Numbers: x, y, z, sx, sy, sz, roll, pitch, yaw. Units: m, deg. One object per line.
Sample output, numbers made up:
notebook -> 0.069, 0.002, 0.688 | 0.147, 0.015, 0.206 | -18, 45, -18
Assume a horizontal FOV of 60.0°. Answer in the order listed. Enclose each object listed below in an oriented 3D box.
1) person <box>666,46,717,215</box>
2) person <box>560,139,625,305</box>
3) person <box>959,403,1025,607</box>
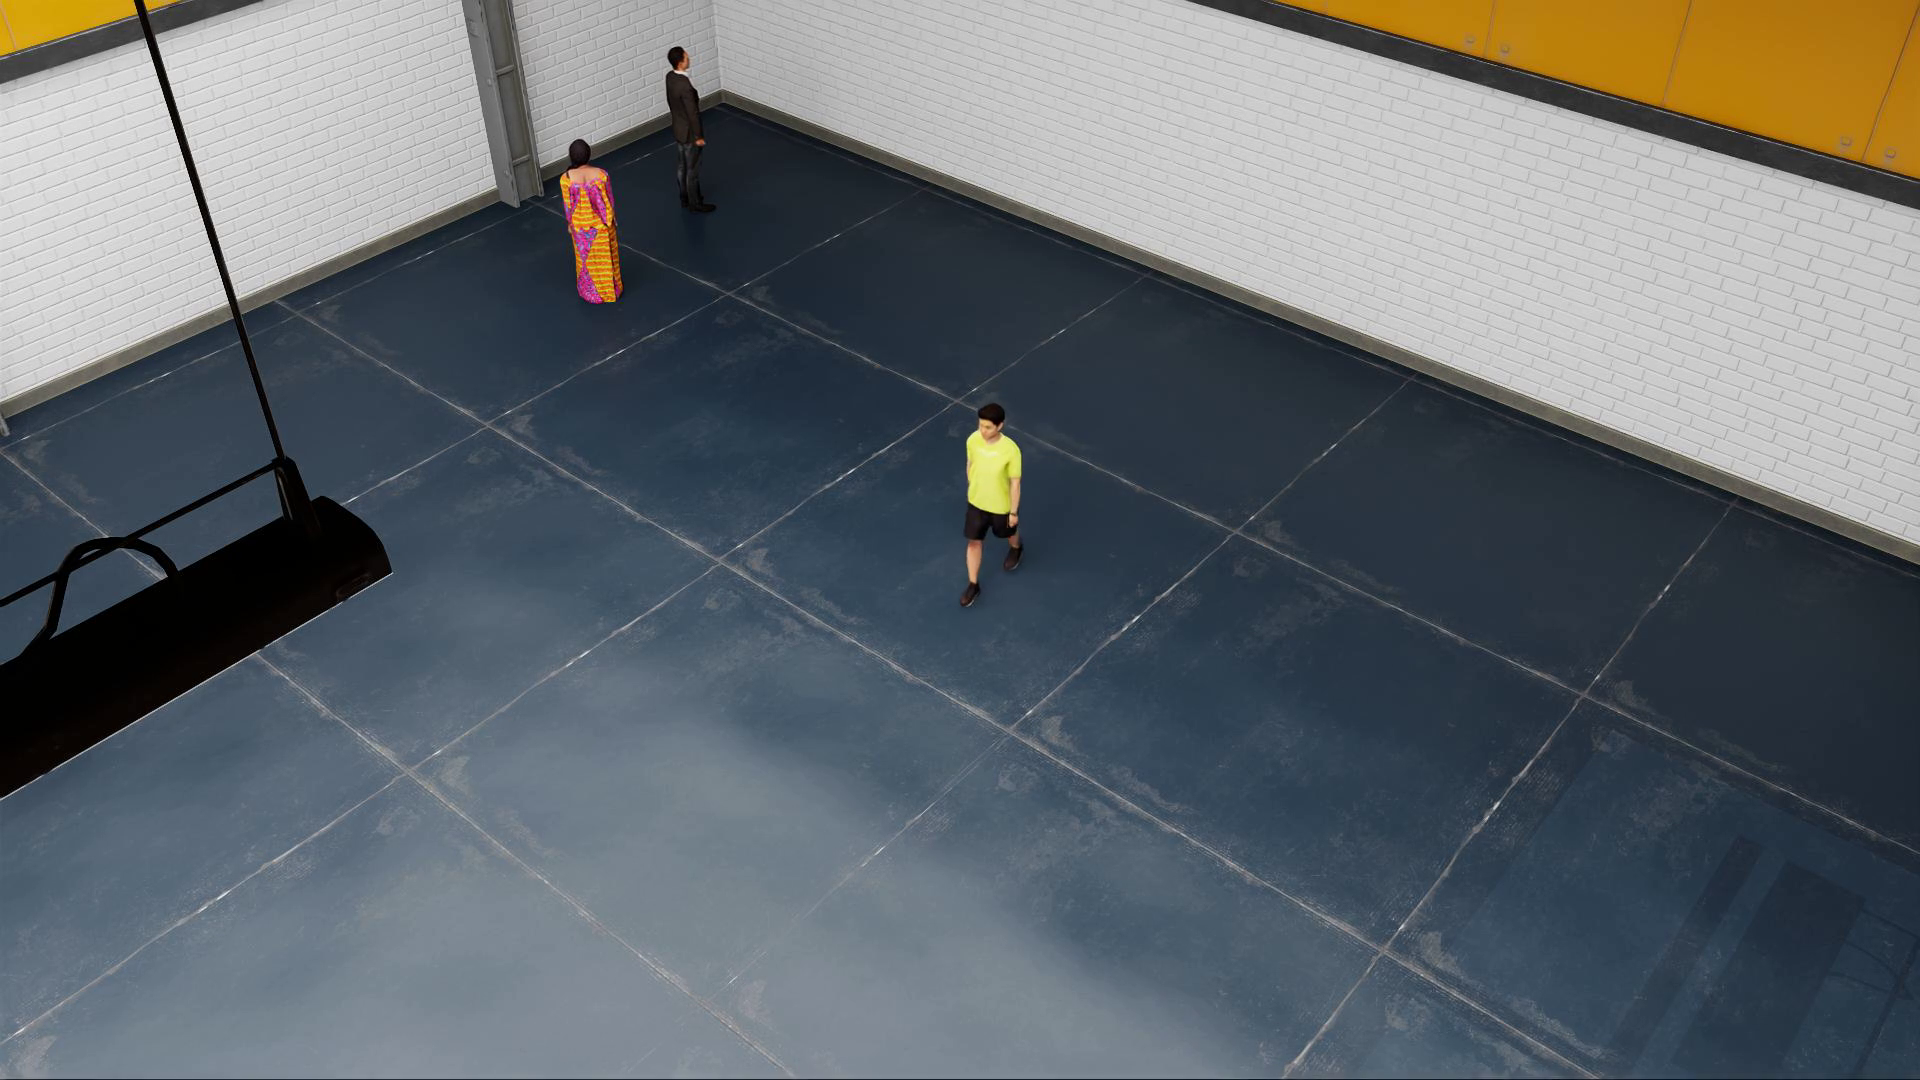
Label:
person -> -2.899, -4.343, 17.594 | 0.655, 1.805, 0.740 | -22, 44, -25
person -> -3.600, -3.130, 16.172 | 0.760, 1.682, 0.837 | -10, 40, -12
person -> 0.287, -0.353, 12.704 | 0.800, 1.671, 1.140 | 18, 42, 21
